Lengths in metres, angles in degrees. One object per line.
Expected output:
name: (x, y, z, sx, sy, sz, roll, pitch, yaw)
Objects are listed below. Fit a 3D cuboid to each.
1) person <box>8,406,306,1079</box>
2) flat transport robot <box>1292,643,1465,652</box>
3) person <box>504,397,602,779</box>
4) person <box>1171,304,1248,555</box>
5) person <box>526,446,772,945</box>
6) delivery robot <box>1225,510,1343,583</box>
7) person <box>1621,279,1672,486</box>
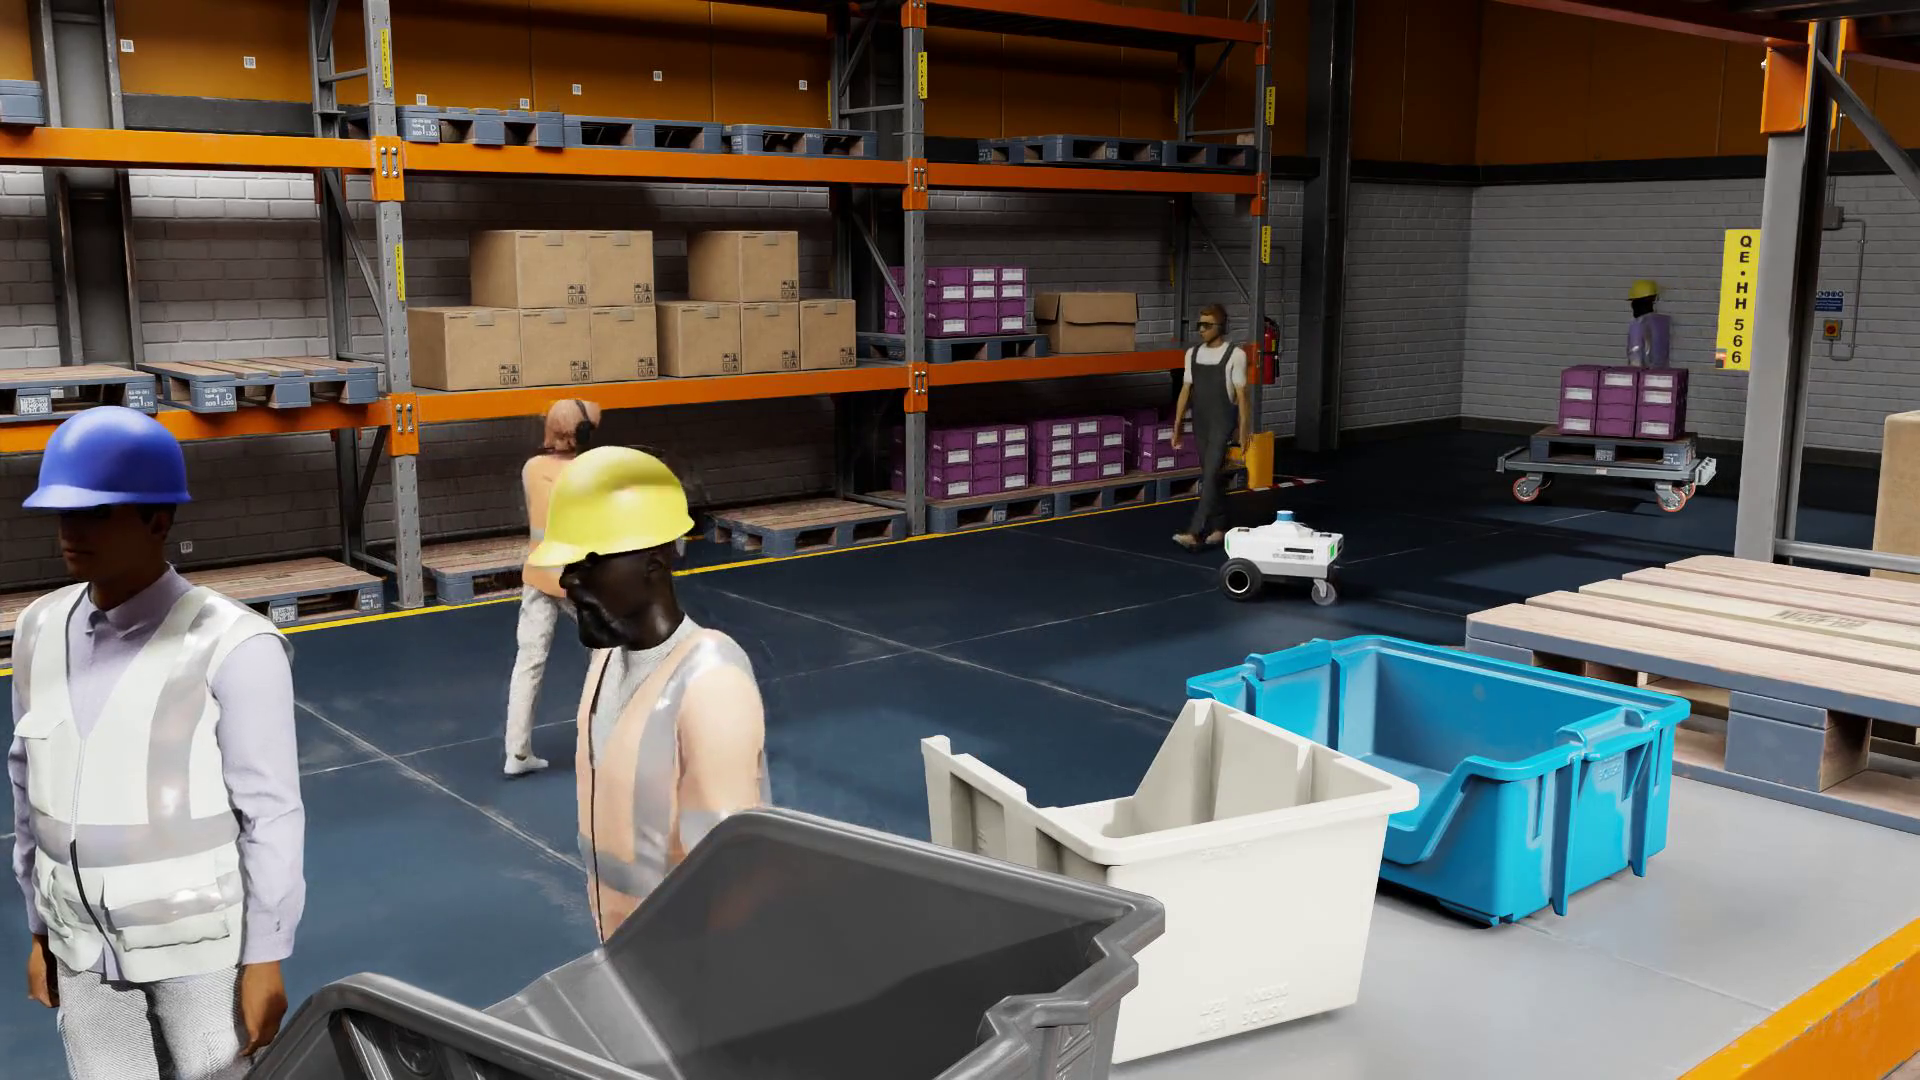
person: (-1.493, 0.722, 3.097, 0.607, 1.951, 0.381, 3, 11, 16)
flat transport robot: (2.201, 0.673, 8.077, 1.431, 0.197, 0.652, 2, 10, 11)
person: (-1.655, 0.184, 7.147, 0.511, 1.581, 0.900, 6, 12, 29)
person: (1.783, -0.810, 12.120, 0.936, 1.790, 0.524, -10, 14, -44)
person: (-0.449, 0.755, 3.095, 0.894, 1.888, 0.634, -7, 12, -34)
delivery robot: (2.040, 0.058, 10.464, 0.707, 0.478, 0.477, 4, 11, 21)
person: (6.298, -1.443, 15.340, 0.588, 1.905, 0.421, -6, 12, -31)
